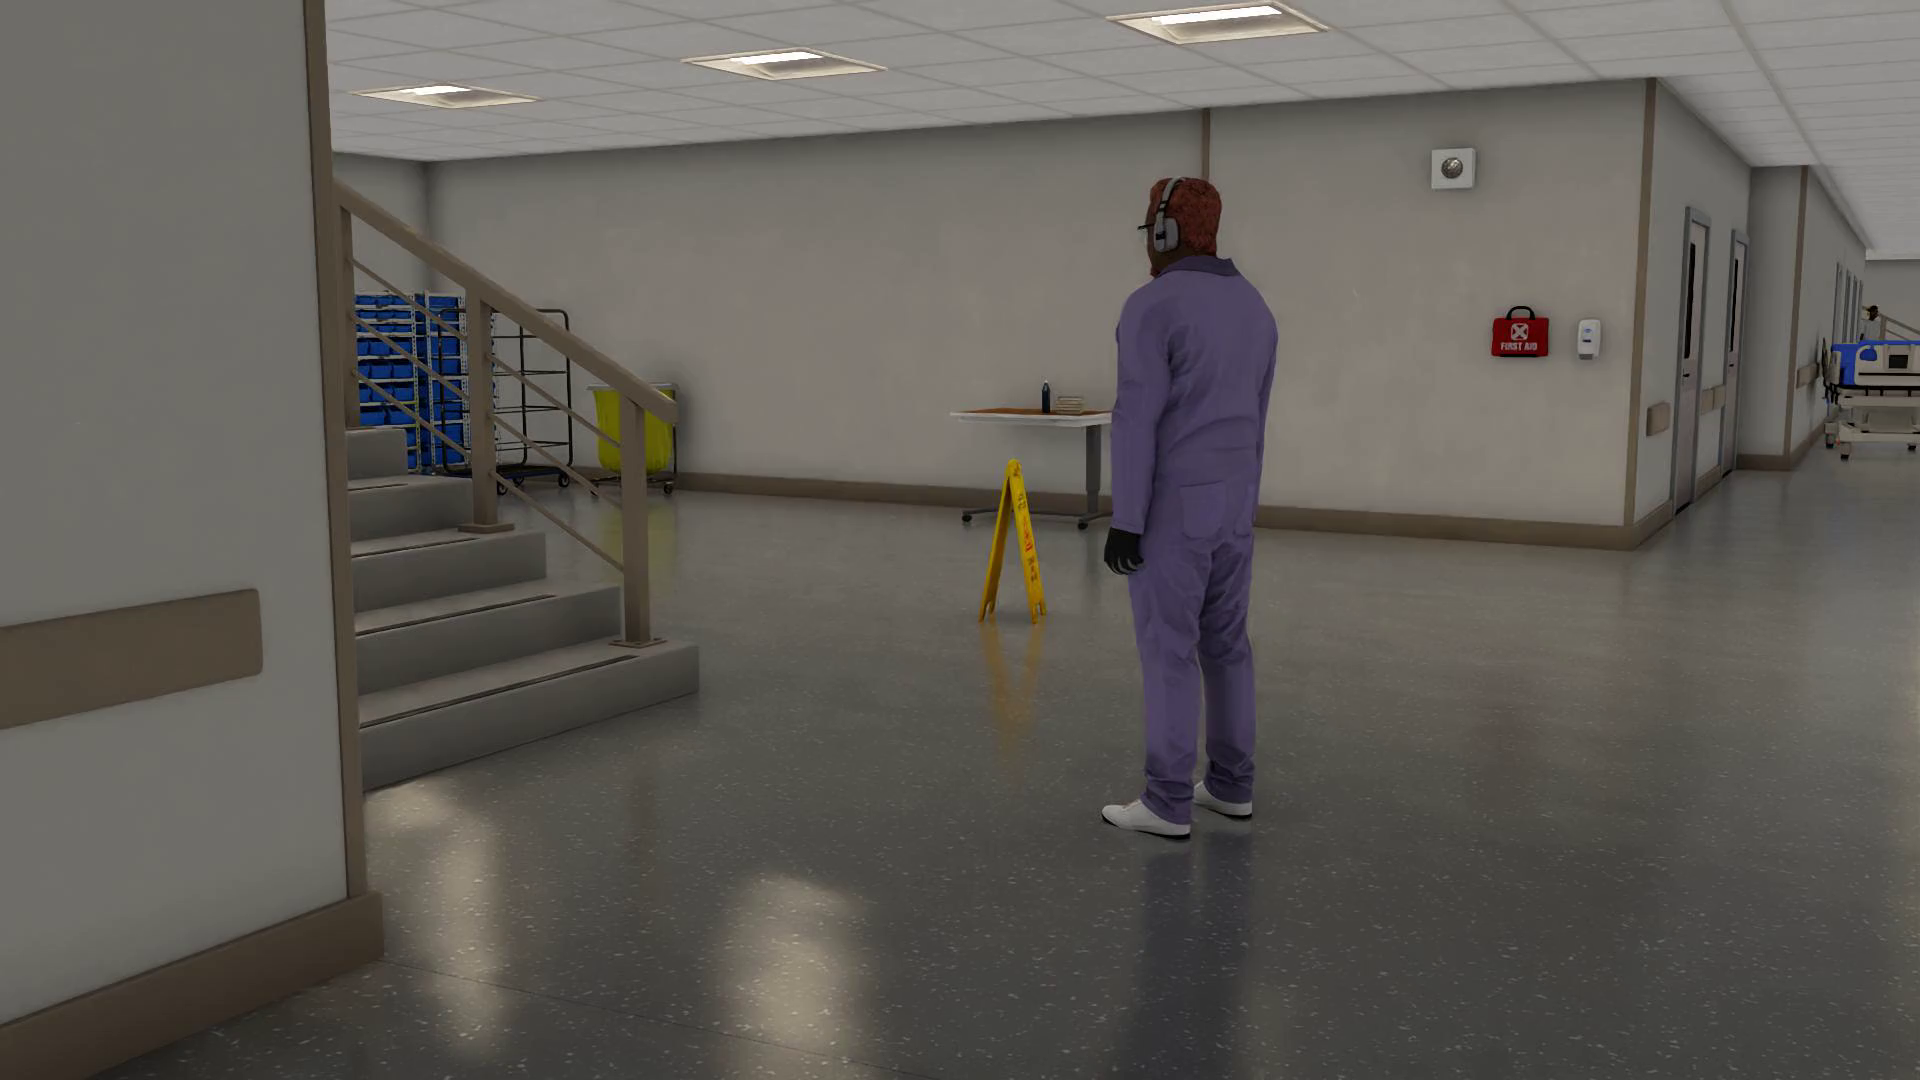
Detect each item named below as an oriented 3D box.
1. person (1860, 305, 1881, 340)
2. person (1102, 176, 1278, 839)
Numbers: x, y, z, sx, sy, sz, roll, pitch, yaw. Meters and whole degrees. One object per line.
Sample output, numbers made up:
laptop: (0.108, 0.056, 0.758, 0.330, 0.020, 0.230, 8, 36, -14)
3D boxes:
person: (19.251, -4.027, 35.185, 0.517, 1.873, 0.334, -2, 8, -17)
person: (0.648, -0.095, 4.859, 0.398, 1.900, 0.634, 7, 10, 42)
